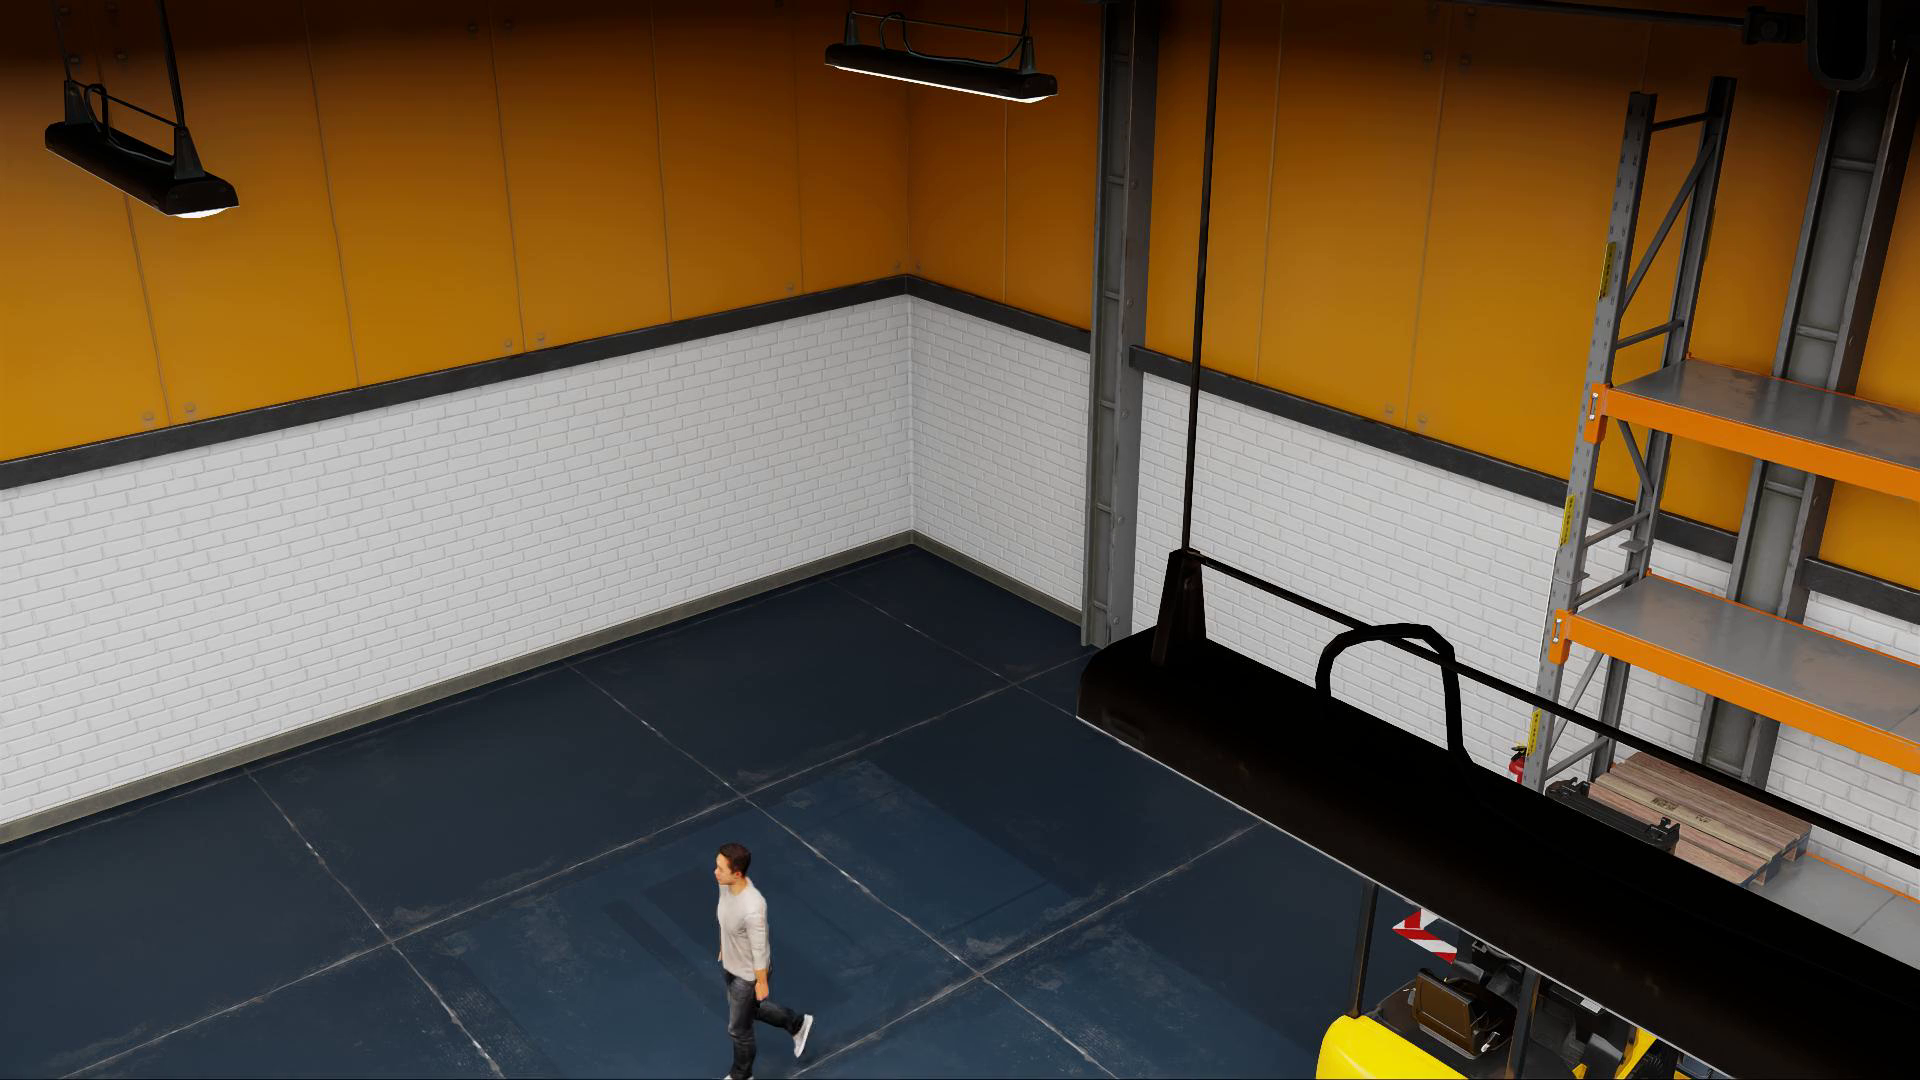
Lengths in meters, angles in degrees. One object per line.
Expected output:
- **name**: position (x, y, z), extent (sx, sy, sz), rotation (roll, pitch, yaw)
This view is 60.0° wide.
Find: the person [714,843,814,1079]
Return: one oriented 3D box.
- **person**: position (-1.241, 2.617, 10.315), extent (0.819, 1.793, 0.949), rotation (-13, 27, -27)
